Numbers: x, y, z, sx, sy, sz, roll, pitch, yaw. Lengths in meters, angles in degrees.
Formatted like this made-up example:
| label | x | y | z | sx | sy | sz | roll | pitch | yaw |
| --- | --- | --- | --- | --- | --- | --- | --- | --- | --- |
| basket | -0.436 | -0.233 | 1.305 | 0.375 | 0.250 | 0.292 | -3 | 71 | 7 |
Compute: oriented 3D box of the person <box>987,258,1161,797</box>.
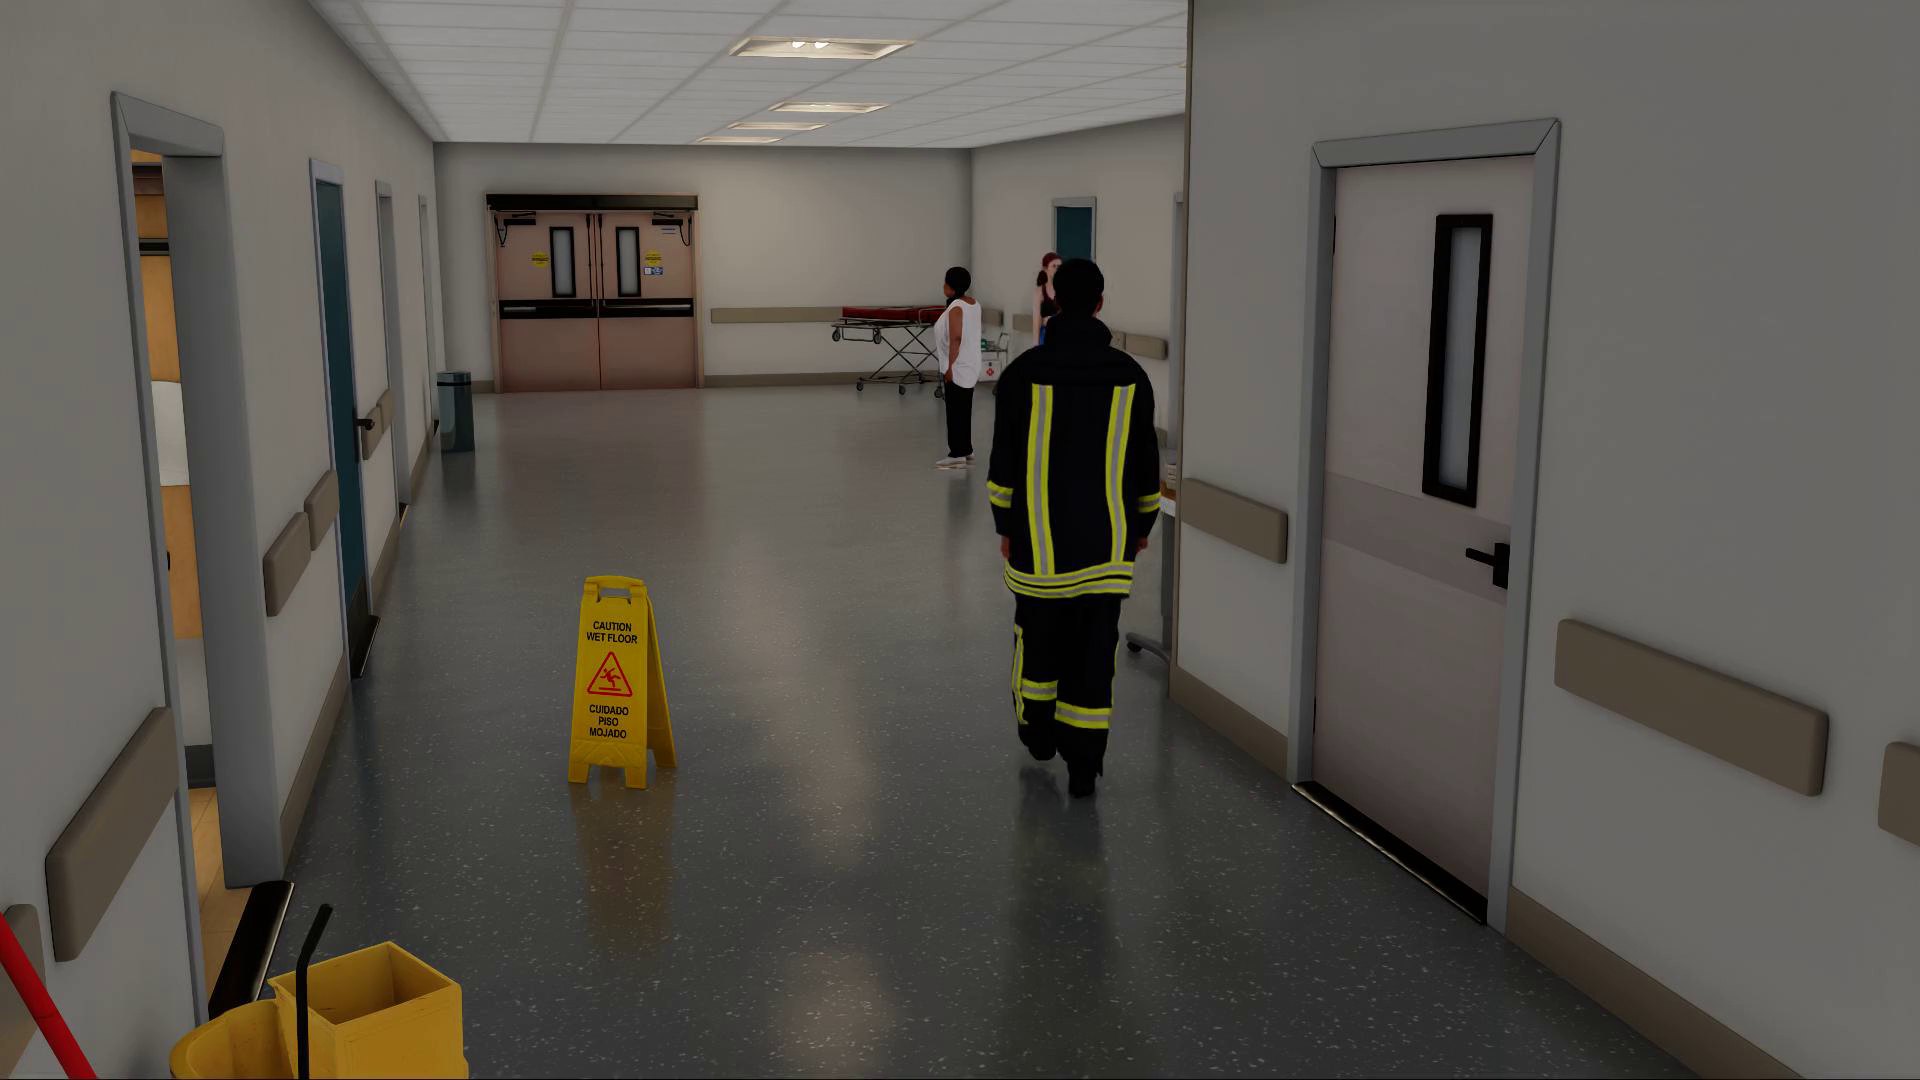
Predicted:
| label | x | y | z | sx | sy | sz | roll | pitch | yaw |
| --- | --- | --- | --- | --- | --- | --- | --- | --- | --- |
| person | 0.408 | -0.032 | 5.925 | 0.920 | 1.907 | 0.997 | 0 | 11 | -1 |

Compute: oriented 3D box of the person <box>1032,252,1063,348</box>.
| label | x | y | z | sx | sy | sz | roll | pitch | yaw |
| --- | --- | --- | --- | --- | --- | --- | --- | --- | --- |
| person | 0.802 | -1.673 | 14.940 | 0.762 | 1.769 | 1.009 | -7 | 13 | -33 |

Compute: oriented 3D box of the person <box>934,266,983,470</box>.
| label | x | y | z | sx | sy | sz | roll | pitch | yaw |
| --- | --- | --- | --- | --- | --- | --- | --- | --- | --- |
| person | -0.025 | -1.466 | 14.067 | 0.821 | 1.688 | 0.735 | 4 | 11 | 21 |
